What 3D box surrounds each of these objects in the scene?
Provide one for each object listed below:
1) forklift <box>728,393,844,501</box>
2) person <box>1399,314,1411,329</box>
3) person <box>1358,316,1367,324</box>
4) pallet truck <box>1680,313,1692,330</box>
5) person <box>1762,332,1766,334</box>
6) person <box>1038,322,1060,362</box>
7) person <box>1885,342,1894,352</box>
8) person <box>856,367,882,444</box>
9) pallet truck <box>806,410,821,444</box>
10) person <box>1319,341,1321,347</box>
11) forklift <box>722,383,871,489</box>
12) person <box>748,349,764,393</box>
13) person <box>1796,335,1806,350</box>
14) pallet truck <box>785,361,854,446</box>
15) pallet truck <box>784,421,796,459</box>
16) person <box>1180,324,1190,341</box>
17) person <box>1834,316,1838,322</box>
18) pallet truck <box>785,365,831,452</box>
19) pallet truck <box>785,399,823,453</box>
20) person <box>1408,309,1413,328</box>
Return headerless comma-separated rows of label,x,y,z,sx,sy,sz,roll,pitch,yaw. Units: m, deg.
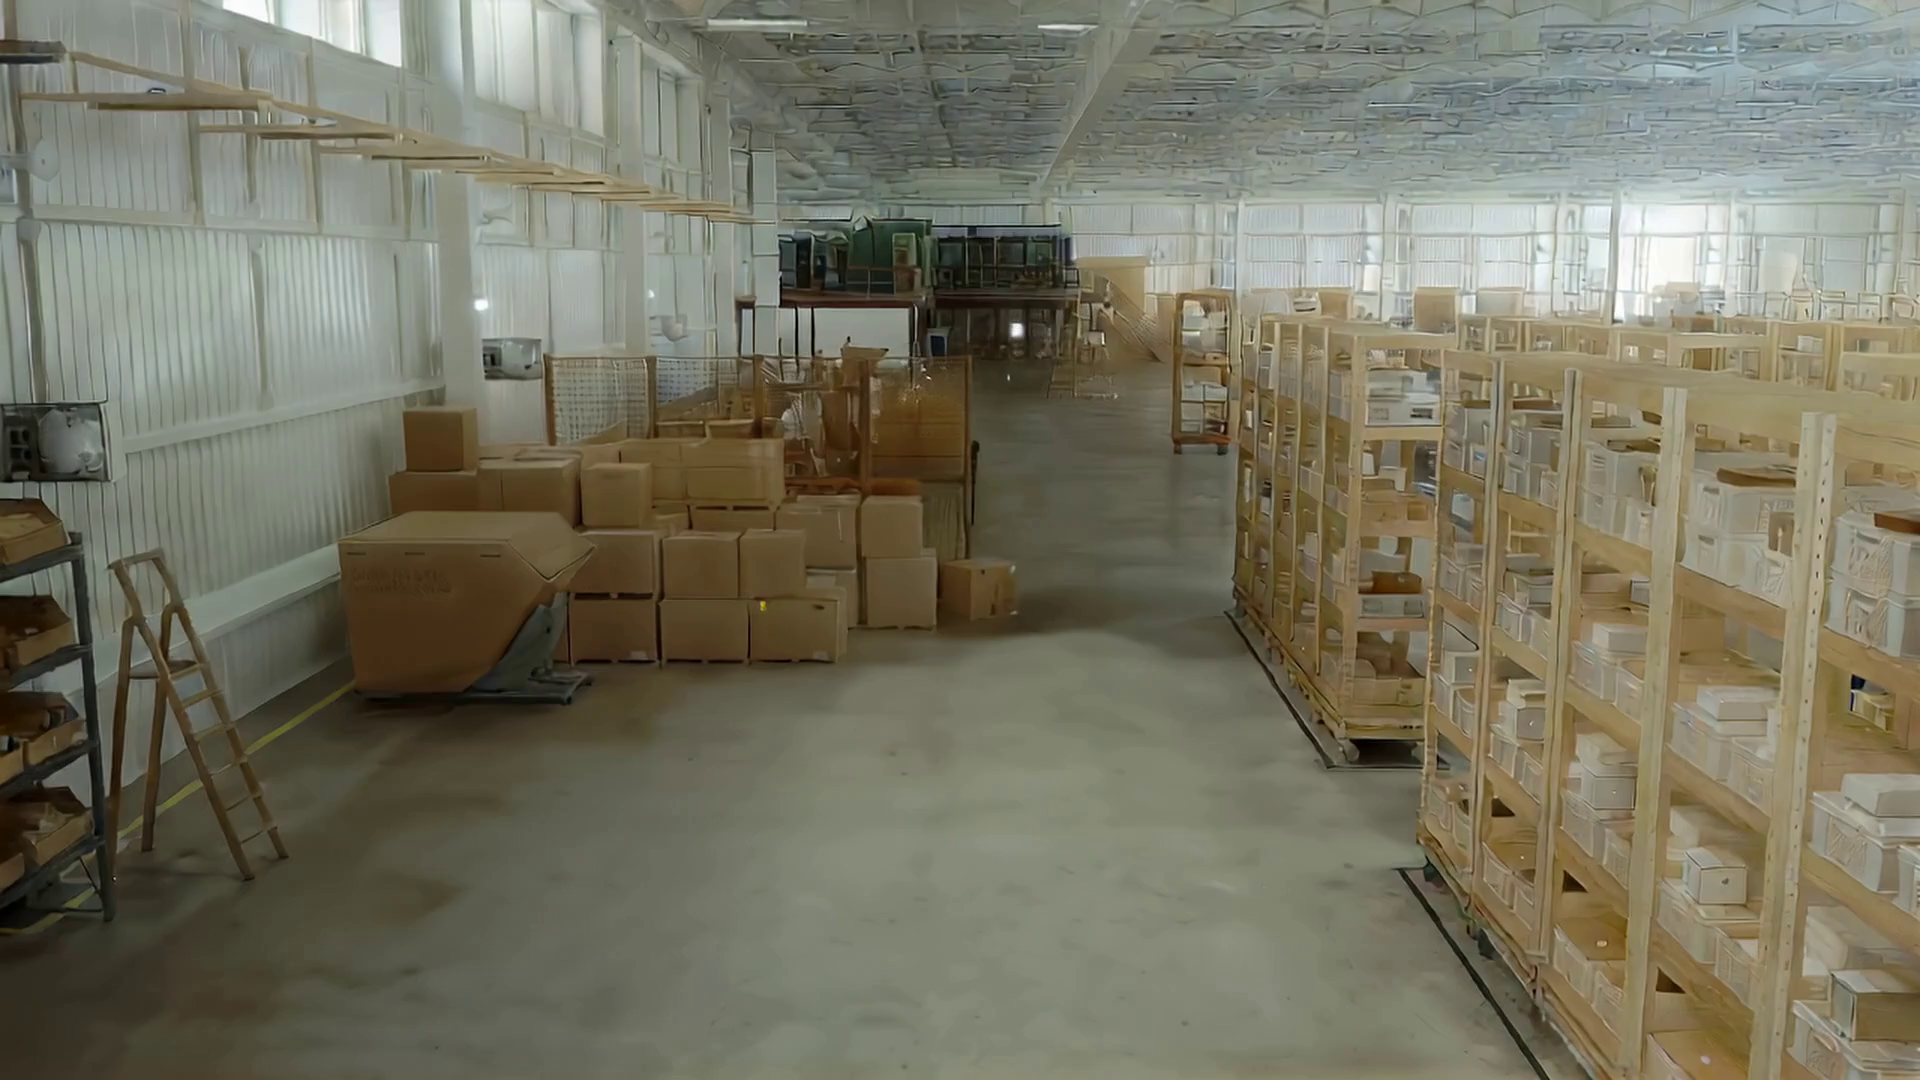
forklift,-2.979,-1.316,26.476,2.680,1.987,1.157,0,9,1
person,23.142,-10.829,86.577,0.624,1.840,0.429,3,10,20
person,19.364,-9.874,80.413,0.633,1.924,0.425,8,12,42
pallet truck,36.315,-10.531,84.244,0.823,1.965,1.885,-6,11,-33
person,35.897,-8.792,74.022,0.508,1.834,0.506,5,10,28
person,3.963,-8.867,74.516,1.024,1.830,0.592,1,9,4
person,32.813,-6.323,58.379,0.613,1.964,0.361,6,11,32
person,-2.126,-3.138,39.133,0.625,1.842,0.995,0,9,2
pallet truck,-3.559,-2.018,33.905,1.522,1.261,0.704,0,9,-1
person,14.365,-7.401,65.161,0.622,1.921,0.428,3,10,17
forklift,-2.893,-1.687,28.729,2.680,1.987,1.157,0,9,-1
person,-5.425,-4.037,44.099,0.417,2.036,0.601,4,10,24
person,30.727,-6.682,60.912,0.324,1.868,0.528,-2,9,-11
pallet truck,-3.410,-3.193,38.978,1.885,1.965,0.823,0,9,-1
pallet truck,-4.013,-1.793,32.705,1.601,1.201,0.680,0,9,1
person,13.164,-12.645,97.500,0.616,1.928,0.622,1,9,8
person,46.858,-11.139,89.039,0.860,1.651,0.547,-5,11,-30
pallet truck,-3.774,-2.976,37.635,1.885,1.965,0.823,1,9,5
pallet truck,-3.814,-2.432,36.419,1.630,1.274,0.653,0,9,1
person,25.598,-12.178,94.652,0.399,1.918,0.587,6,11,31
